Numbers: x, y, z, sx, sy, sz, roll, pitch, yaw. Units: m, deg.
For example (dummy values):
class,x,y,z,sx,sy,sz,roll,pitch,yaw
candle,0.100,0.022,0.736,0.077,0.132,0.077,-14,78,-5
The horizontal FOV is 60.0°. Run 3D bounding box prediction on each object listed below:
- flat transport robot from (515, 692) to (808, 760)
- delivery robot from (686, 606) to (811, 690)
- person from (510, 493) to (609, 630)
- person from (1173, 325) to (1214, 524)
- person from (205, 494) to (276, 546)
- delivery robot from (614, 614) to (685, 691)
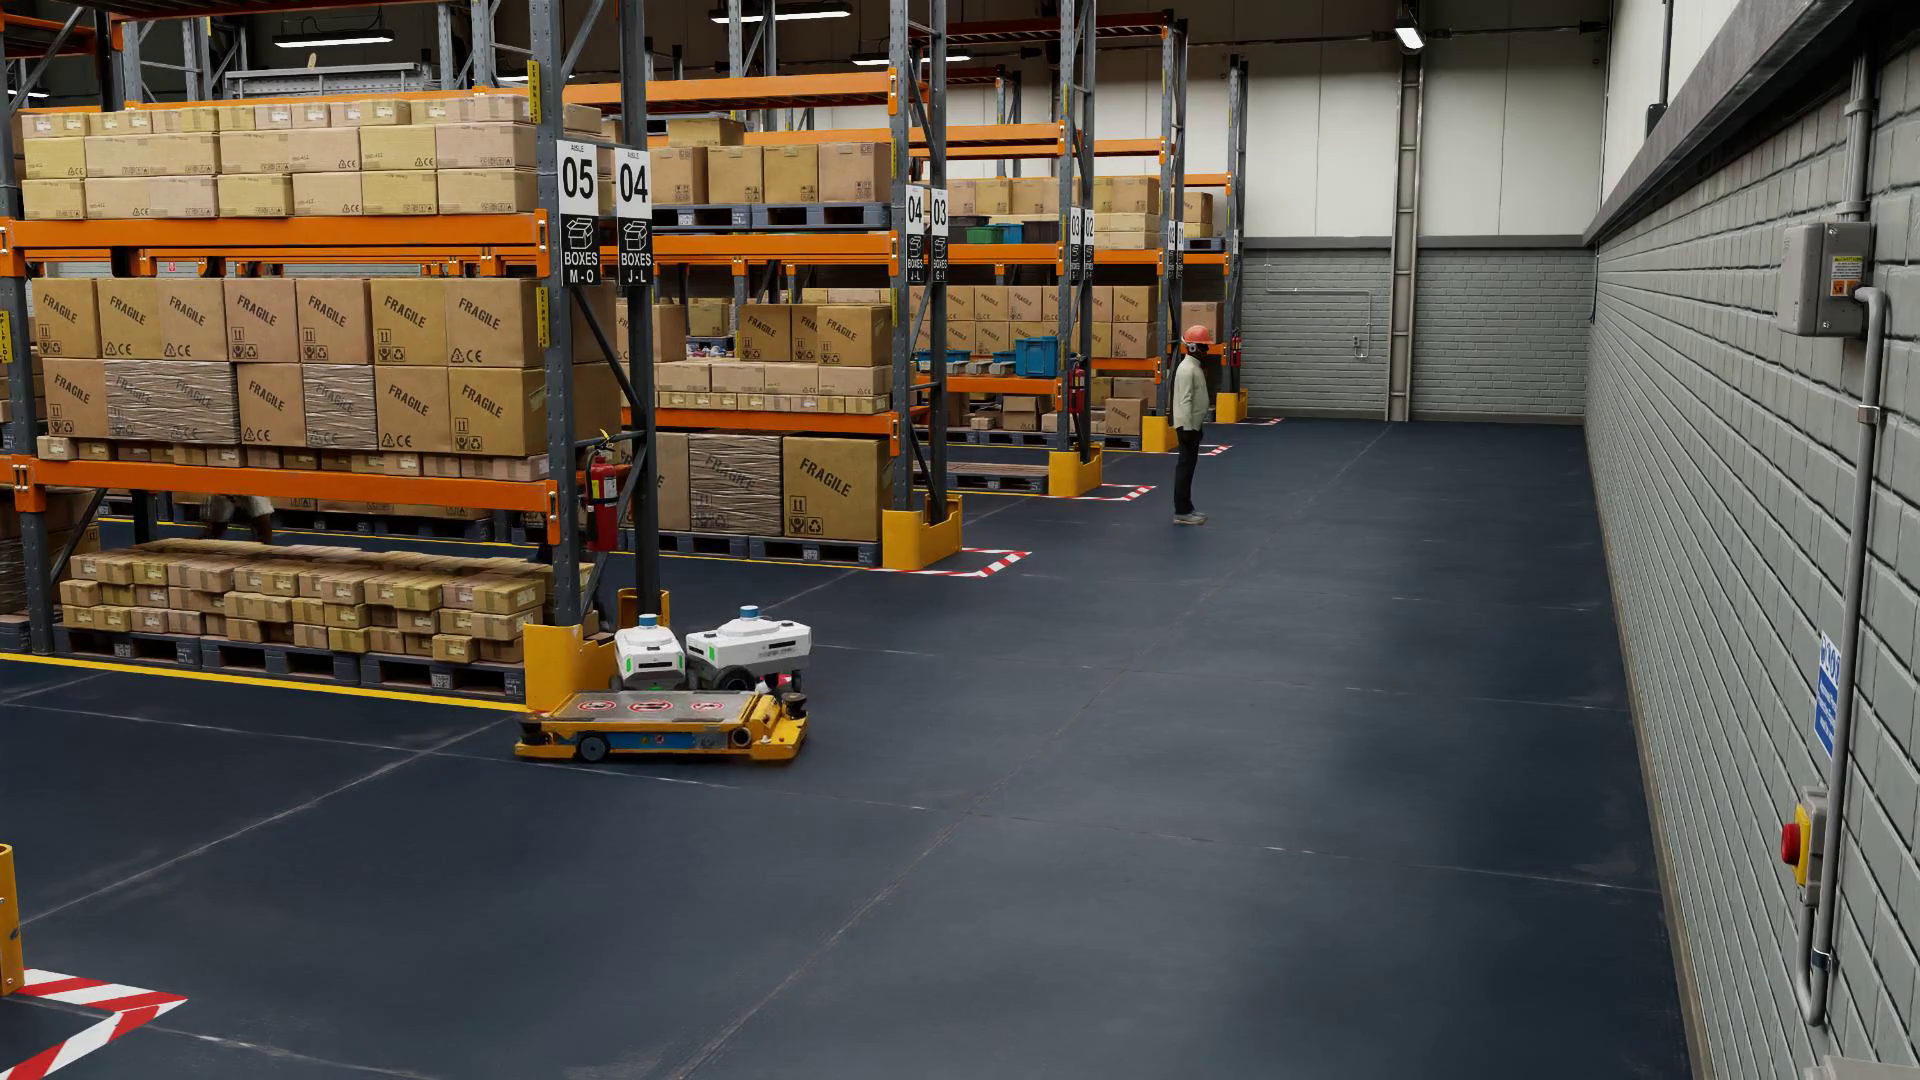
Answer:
class,x,y,z,sx,sy,sz,roll,pitch,yaw
flat transport robot,-1.550,0.968,8.786,1.431,0.197,0.652,0,9,1
delivery robot,-1.229,0.628,9.732,0.707,0.478,0.477,-7,11,-37
person,-2.886,-0.298,11.725,0.995,1.862,0.613,4,10,23
person,2.334,-1.152,16.683,0.403,1.987,0.610,2,9,14
person,-5.554,-0.479,12.817,1.012,1.888,0.546,4,10,25
delivery robot,-1.777,0.665,9.499,0.477,0.478,0.707,-3,10,-16
